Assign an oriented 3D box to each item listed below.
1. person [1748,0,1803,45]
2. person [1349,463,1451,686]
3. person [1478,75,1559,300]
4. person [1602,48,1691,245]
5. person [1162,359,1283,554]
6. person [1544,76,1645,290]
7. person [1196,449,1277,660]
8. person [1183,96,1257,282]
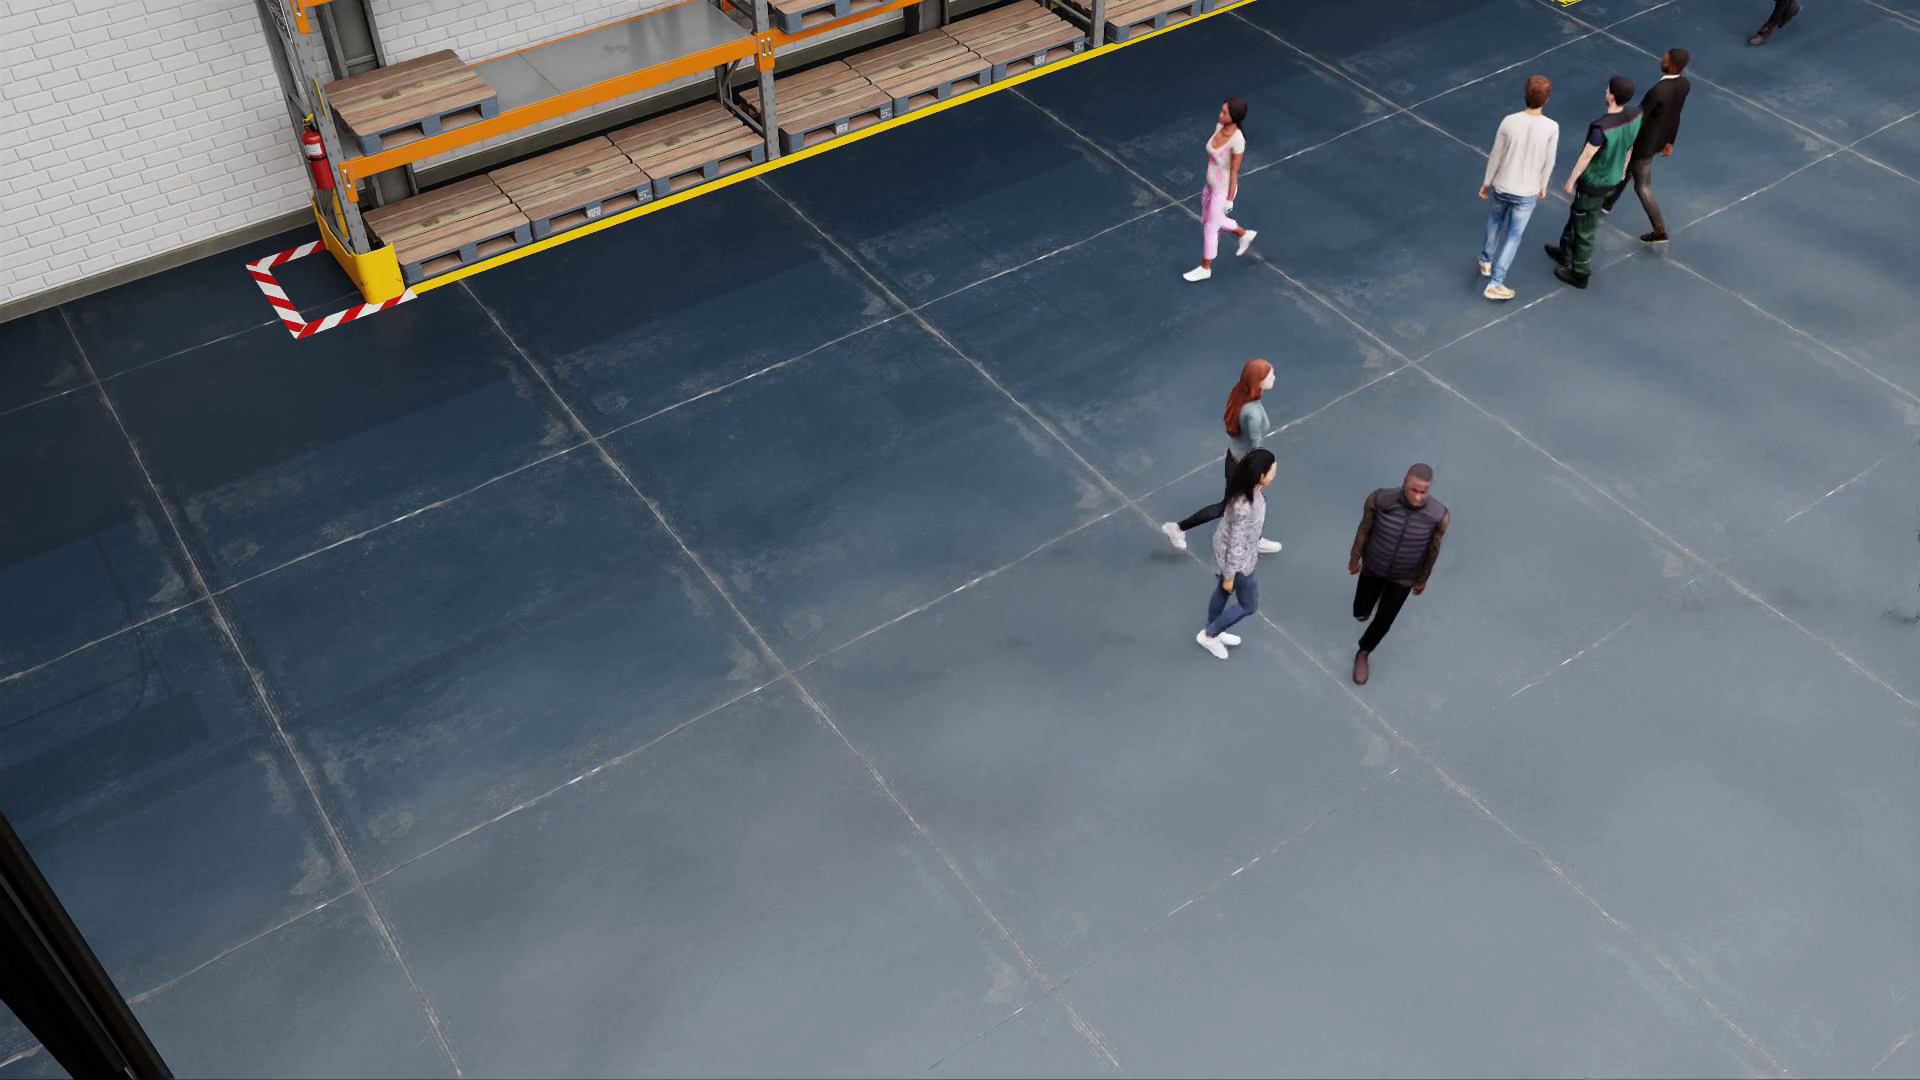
[{"bbox_3d":[8.726,-6.045,17.306,0.986,1.767,0.784,-13,45,-14],"label":"person"},{"bbox_3d":[2.816,0.143,10.778,0.976,1.812,1.077,17,46,17],"label":"person"},{"bbox_3d":[4.661,-2.916,13.942,0.908,1.876,1.032,25,49,24],"label":"person"},{"bbox_3d":[6.075,-3.397,14.536,1.150,1.754,0.769,-29,51,-27],"label":"person"},{"bbox_3d":[1.882,-0.515,11.538,1.171,1.717,1.009,0,44,0],"label":"person"},{"bbox_3d":[5.439,-2.974,13.997,0.753,1.885,0.779,-29,51,-27],"label":"person"},{"bbox_3d":[1.720,0.086,10.907,0.801,1.717,0.749,5,44,5],"label":"person"},{"bbox_3d":[2.284,-2.977,14.115,0.995,1.725,0.736,-14,45,-14],"label":"person"}]
